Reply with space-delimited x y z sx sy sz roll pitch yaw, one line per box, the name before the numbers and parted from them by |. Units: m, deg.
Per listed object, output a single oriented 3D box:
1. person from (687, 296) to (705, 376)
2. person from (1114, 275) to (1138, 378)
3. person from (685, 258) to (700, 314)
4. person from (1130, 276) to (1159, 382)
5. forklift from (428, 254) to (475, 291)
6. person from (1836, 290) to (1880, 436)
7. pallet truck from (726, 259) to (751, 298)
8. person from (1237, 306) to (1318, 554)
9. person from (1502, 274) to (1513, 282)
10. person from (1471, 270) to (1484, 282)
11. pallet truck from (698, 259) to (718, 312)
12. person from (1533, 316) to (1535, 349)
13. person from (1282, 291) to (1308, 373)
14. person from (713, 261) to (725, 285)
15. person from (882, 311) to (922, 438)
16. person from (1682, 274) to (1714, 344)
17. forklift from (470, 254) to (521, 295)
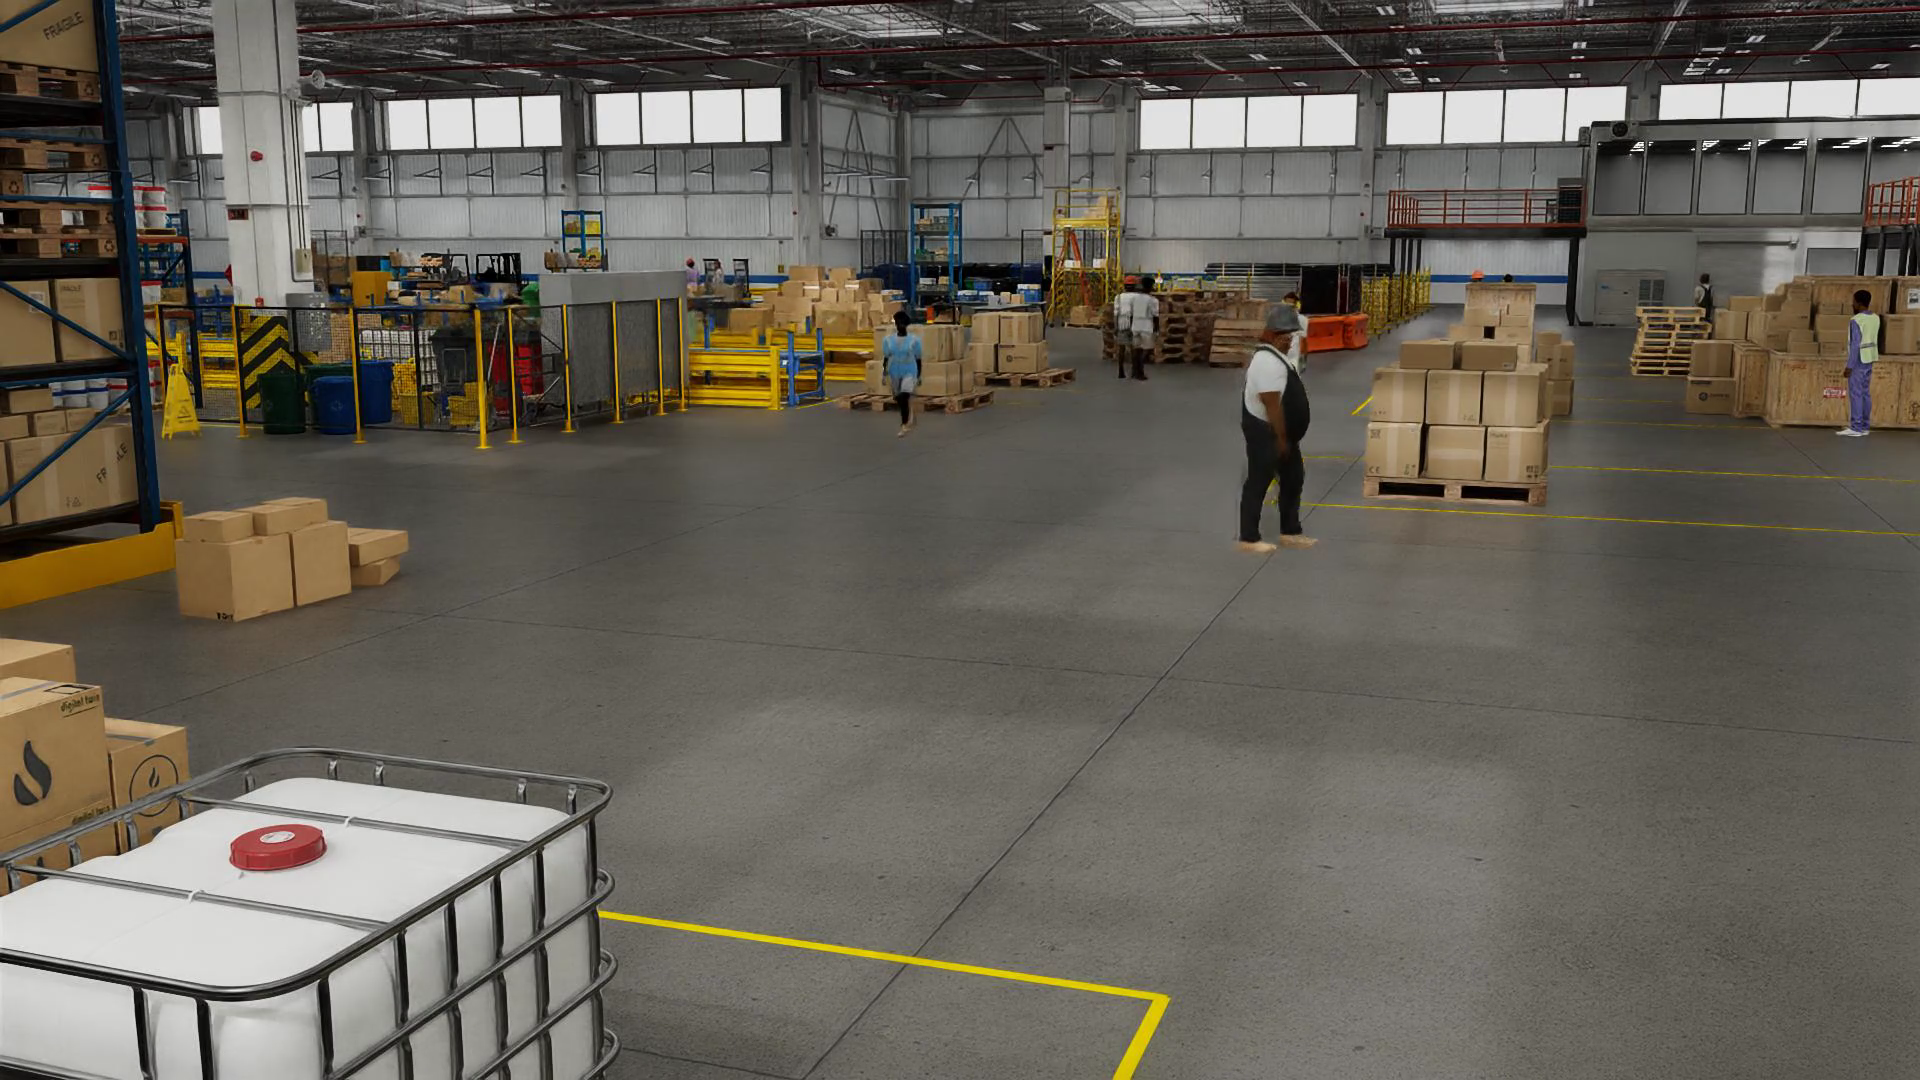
person | -4.713 -3.430 28.910 0.435 1.621 0.514 3 11 16
person | 3.177 -4.008 31.298 0.551 1.935 0.375 4 11 19
person | -9.297 -8.737 57.672 0.607 2.035 0.397 -9 14 -42
person | 3.351 -3.842 30.339 0.653 1.942 0.490 8 13 39
forklift | -20.133 -10.254 65.465 1.157 1.987 2.680 3 11 19
person | 11.837 -2.319 21.844 0.594 1.915 0.373 -7 13 -36
pallet truck | -7.986 -9.493 62.019 0.823 1.965 1.885 3 11 17
person | 2.617 -0.883 13.409 0.765 2.000 0.697 4 11 20
person | 11.983 -4.902 36.528 0.537 1.869 0.312 -1 10 -4
person | 11.530 -5.042 37.121 0.358 1.938 0.542 4 11 21
pallet truck | -9.165 -9.627 62.776 0.823 1.965 1.885 4 11 23
person | 9.684 -3.482 28.896 0.554 1.741 0.628 5 11 27
person | 4.549 -2.512 23.085 0.548 1.859 0.385 5 11 26
person | -8.770 -9.159 60.392 0.406 1.911 0.639 1 10 6
person | -0.714 -2.195 21.878 0.522 1.654 0.714 3 11 18
person | 17.869 -5.511 40.141 0.521 1.795 0.986 -1 10 -8
forklift | -17.990 -10.121 64.684 1.157 1.987 2.680 3 11 17
